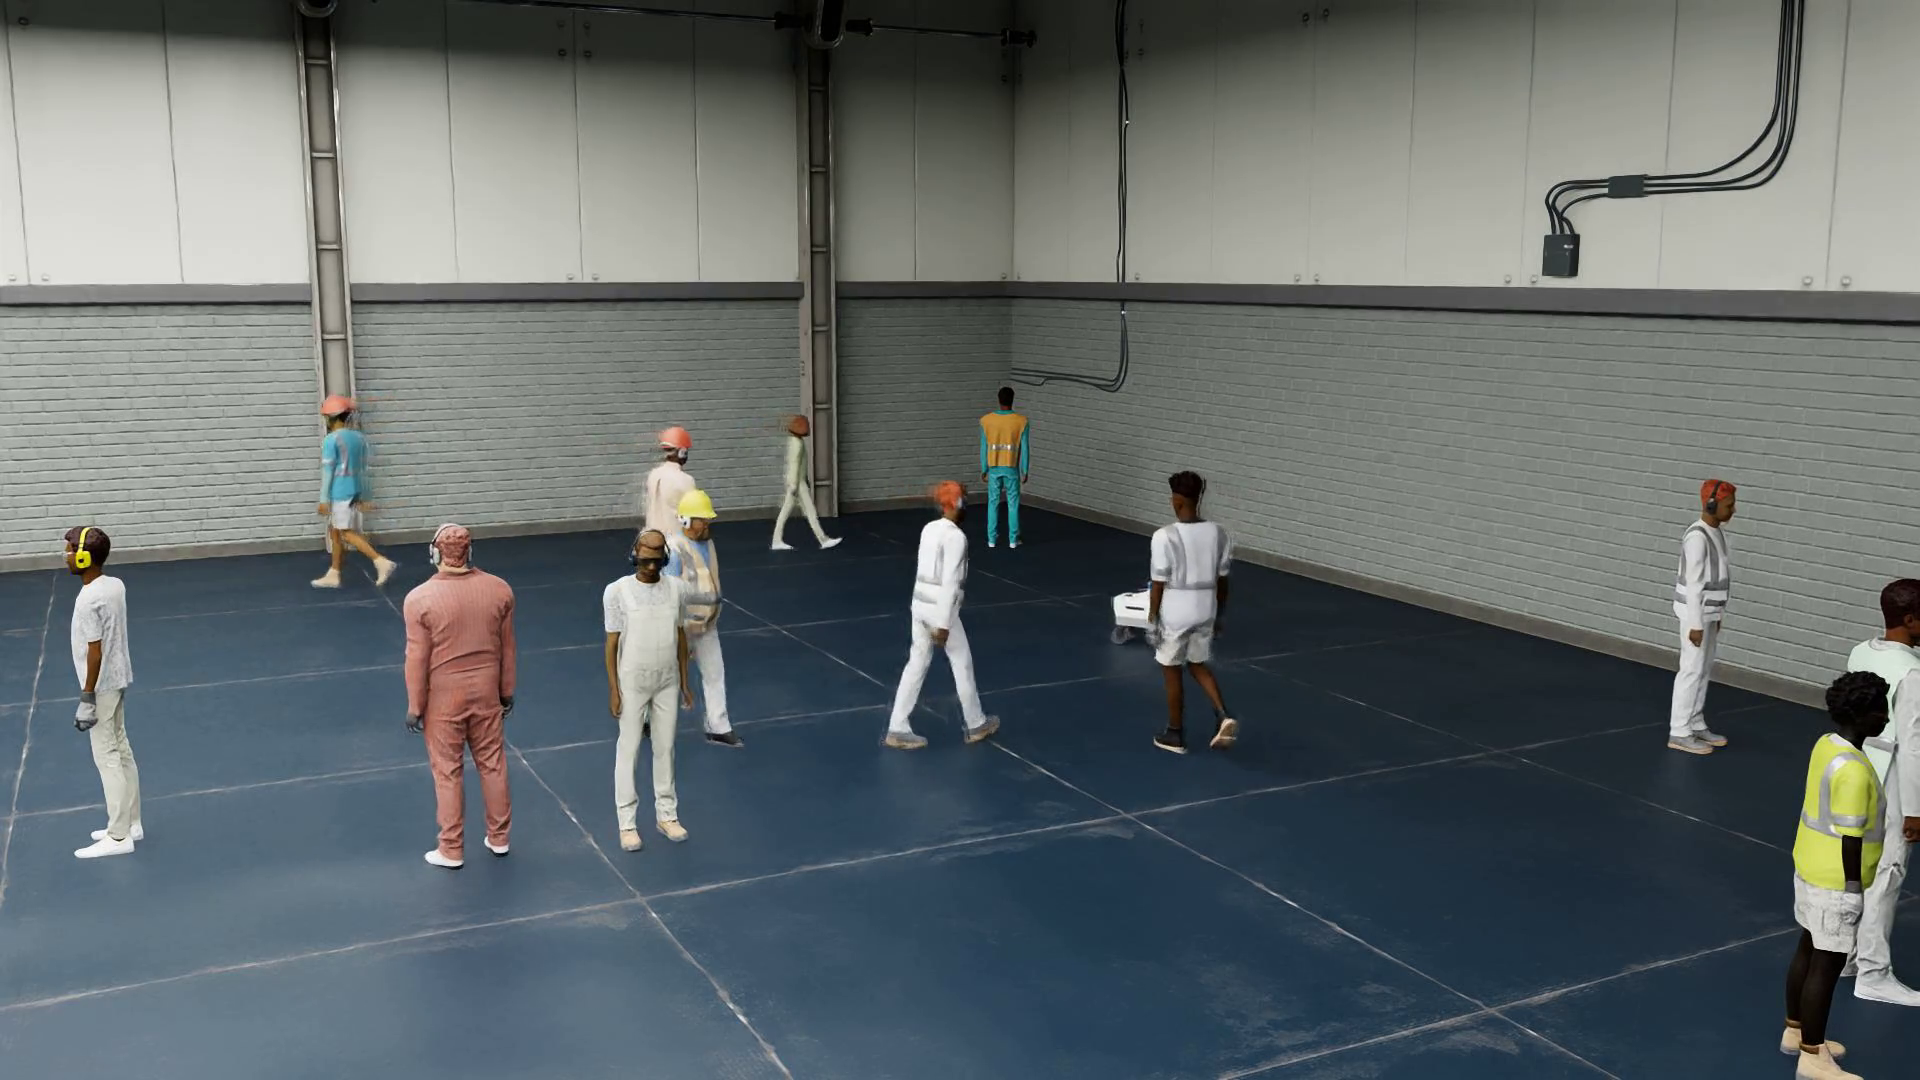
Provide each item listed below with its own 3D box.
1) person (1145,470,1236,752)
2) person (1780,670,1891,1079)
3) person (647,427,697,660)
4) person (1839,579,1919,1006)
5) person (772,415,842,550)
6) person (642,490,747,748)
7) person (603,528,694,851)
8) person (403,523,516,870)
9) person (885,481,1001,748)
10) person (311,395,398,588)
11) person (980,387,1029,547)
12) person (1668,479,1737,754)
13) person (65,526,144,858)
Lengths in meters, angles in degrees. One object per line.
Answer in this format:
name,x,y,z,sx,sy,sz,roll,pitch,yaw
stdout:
person,1.568,0.506,11.195,0.622,1.948,0.593,-5,11,-29
person,3.557,1.355,6.737,0.317,1.695,0.540,3,10,16
person,-2.293,0.036,14.026,0.734,1.976,0.629,-7,12,-38
person,4.176,1.118,7.520,0.392,1.920,0.589,1,9,4
person,-1.833,-0.667,19.523,0.844,1.590,0.515,-2,10,-15
person,-1.921,0.541,11.462,0.850,1.802,0.600,4,10,24
person,-1.770,0.838,9.492,0.505,1.838,0.347,-6,11,-31
person,-2.769,0.853,9.189,0.652,1.906,0.403,-9,13,-43
person,-0.109,0.513,11.473,0.963,1.830,0.607,-5,11,-30
person,-6.257,-0.480,17.072,0.908,2.020,0.610,1,9,4
person,0.530,-0.858,19.736,0.584,1.911,0.391,1,9,9
person,5.077,0.517,11.353,0.370,1.879,0.579,7,11,36
person,-4.840,0.844,9.352,0.328,1.872,0.512,-2,9,-10
